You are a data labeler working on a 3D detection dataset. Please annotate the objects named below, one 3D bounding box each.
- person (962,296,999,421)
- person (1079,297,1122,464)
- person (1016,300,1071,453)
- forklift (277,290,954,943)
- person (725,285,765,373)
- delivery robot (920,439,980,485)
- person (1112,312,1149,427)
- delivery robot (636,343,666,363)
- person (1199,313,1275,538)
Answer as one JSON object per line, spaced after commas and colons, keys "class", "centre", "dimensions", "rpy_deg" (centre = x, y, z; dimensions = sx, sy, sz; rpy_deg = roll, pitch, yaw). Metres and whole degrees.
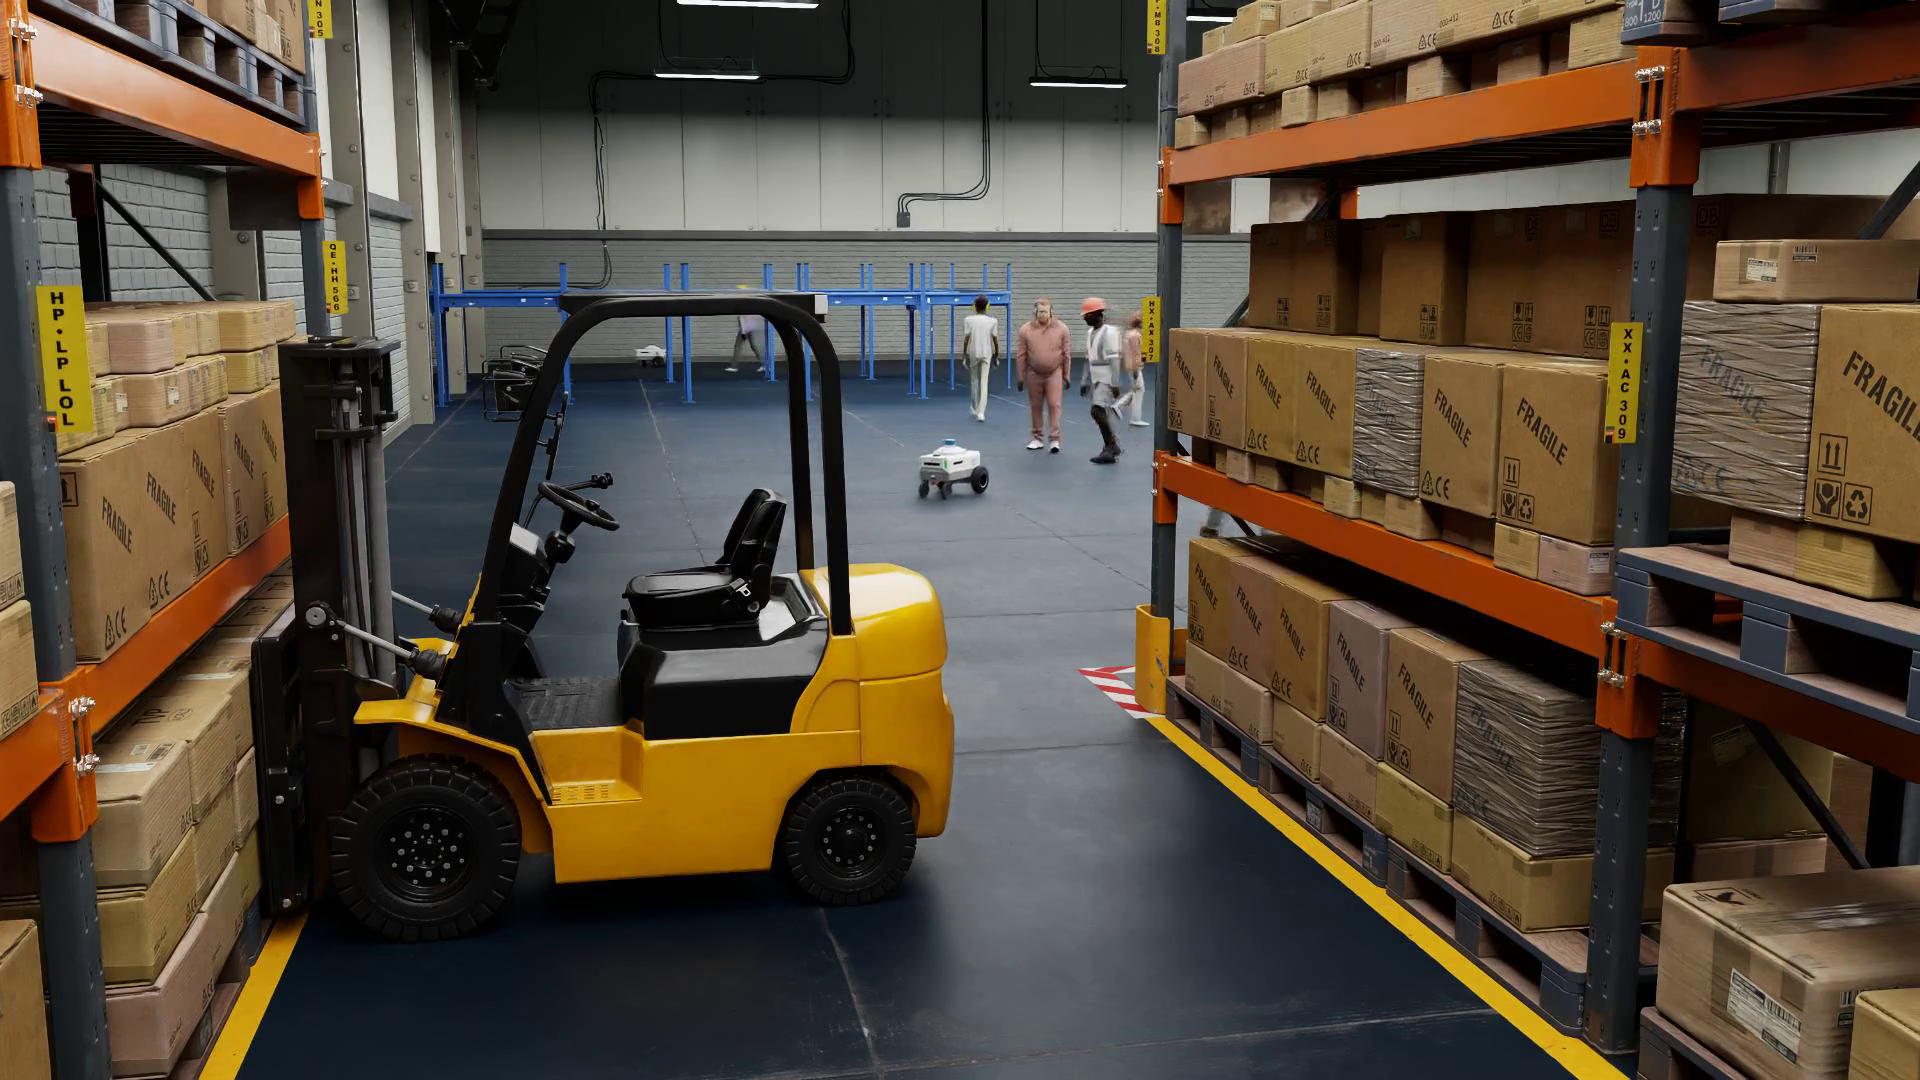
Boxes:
{"class": "person", "centre": [0.314, -2.696, 24.668], "dimensions": [0.551, 1.809, 0.985], "rpy_deg": [0, 9, 0]}
{"class": "person", "centre": [1.616, -1.818, 19.043], "dimensions": [0.485, 1.898, 0.570], "rpy_deg": [-4, 10, -21]}
{"class": "person", "centre": [1.013, -2.003, 20.374], "dimensions": [0.672, 1.851, 0.829], "rpy_deg": [1, 9, 6]}
{"class": "forklift", "centre": [-1.179, 0.175, 6.143], "dimensions": [2.313, 2.155, 1.214], "rpy_deg": [-2, 10, -12]}
{"class": "person", "centre": [-4.575, -4.533, 35.697], "dimensions": [1.023, 1.880, 0.582], "rpy_deg": [5, 11, 28]}
{"class": "delivery robot", "centre": [-0.098, -0.762, 16.556], "dimensions": [0.477, 0.478, 0.707], "rpy_deg": [6, 11, 30]}
{"class": "person", "centre": [2.445, -2.423, 23.572], "dimensions": [0.439, 1.622, 0.526], "rpy_deg": [1, 9, 4]}
{"class": "delivery robot", "centre": [-6.961, -4.218, 37.620], "dimensions": [0.707, 0.478, 0.477], "rpy_deg": [2, 10, 12]}
{"class": "person", "centre": [2.288, -0.884, 13.431], "dimensions": [0.653, 1.890, 1.033], "rpy_deg": [-3, 10, -18]}
